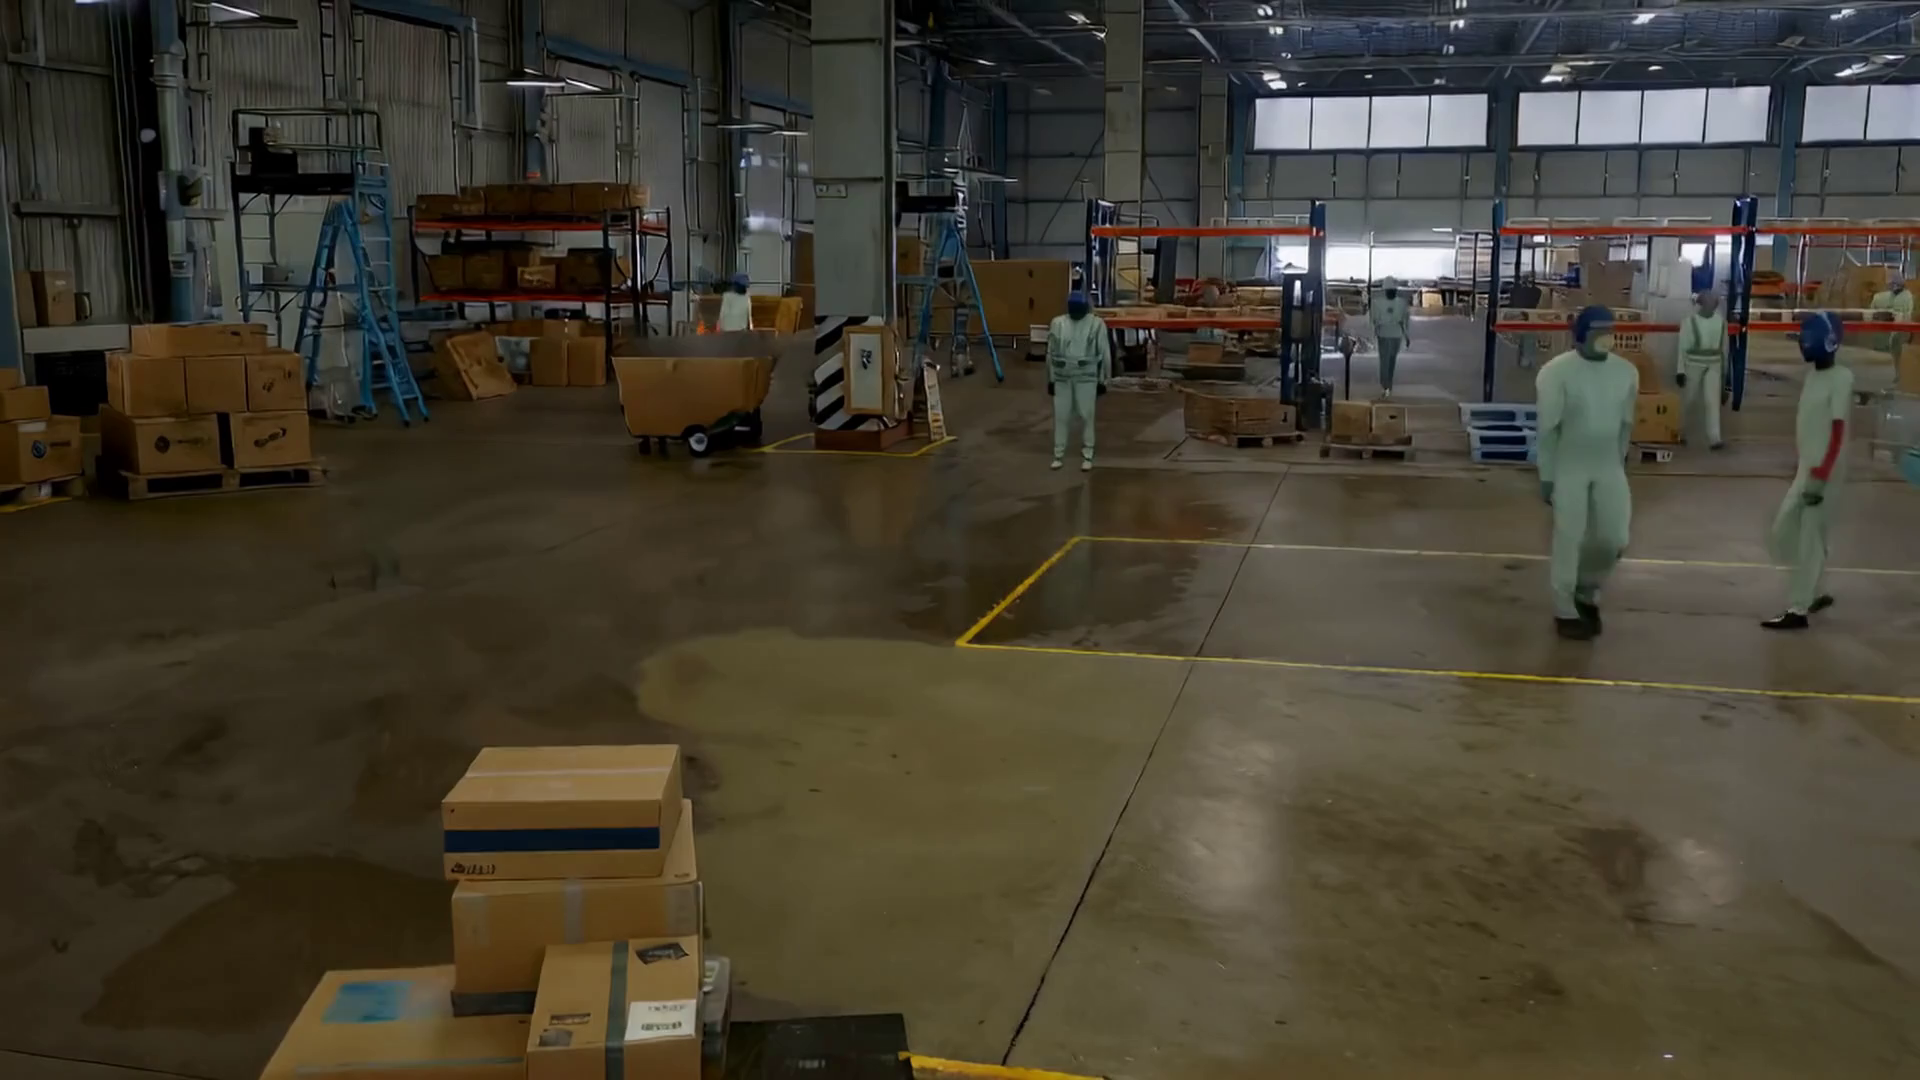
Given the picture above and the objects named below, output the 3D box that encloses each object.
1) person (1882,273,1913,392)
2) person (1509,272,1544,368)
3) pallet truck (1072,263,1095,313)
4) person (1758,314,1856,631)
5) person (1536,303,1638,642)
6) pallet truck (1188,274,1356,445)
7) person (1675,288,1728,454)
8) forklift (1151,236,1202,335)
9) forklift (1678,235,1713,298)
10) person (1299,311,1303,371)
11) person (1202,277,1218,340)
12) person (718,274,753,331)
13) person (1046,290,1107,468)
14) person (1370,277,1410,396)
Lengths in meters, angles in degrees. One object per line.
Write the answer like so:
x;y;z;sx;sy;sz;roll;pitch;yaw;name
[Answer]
15.274;-3.369;27.059;0.381;1.932;0.624;4;10;22;person
11.282;-4.390;33.177;0.654;1.891;1.033;2;10;9;person
4.325;-8.180;55.162;0.823;1.965;1.885;6;11;31;pallet truck
4.927;-0.379;9.655;0.422;1.857;0.565;0;10;1;person
3.539;-0.370;9.400;0.635;1.923;0.437;-1;10;-7;person
3.653;-2.138;19.590;1.885;1.965;0.823;-4;10;-20;pallet truck
8.372;-1.923;18.824;0.594;1.842;0.992;-1;10;-5;person
5.867;-7.214;46.879;1.873;2.768;1.129;2;10;14;forklift
21.434;-7.519;48.676;1.129;2.768;1.873;5;11;29;forklift
6.702;-4.088;31.847;0.486;1.737;0.321;-9;13;-43;person
6.591;-6.135;44.087;0.431;1.664;0.529;-7;12;-34;person
-3.930;-3.730;29.288;0.578;1.887;0.574;-6;12;-33;person
1.196;-1.660;17.238;0.626;1.842;0.429;2;10;12;person
6.856;-3.252;26.524;0.608;1.881;1.001;1;10;7;person
